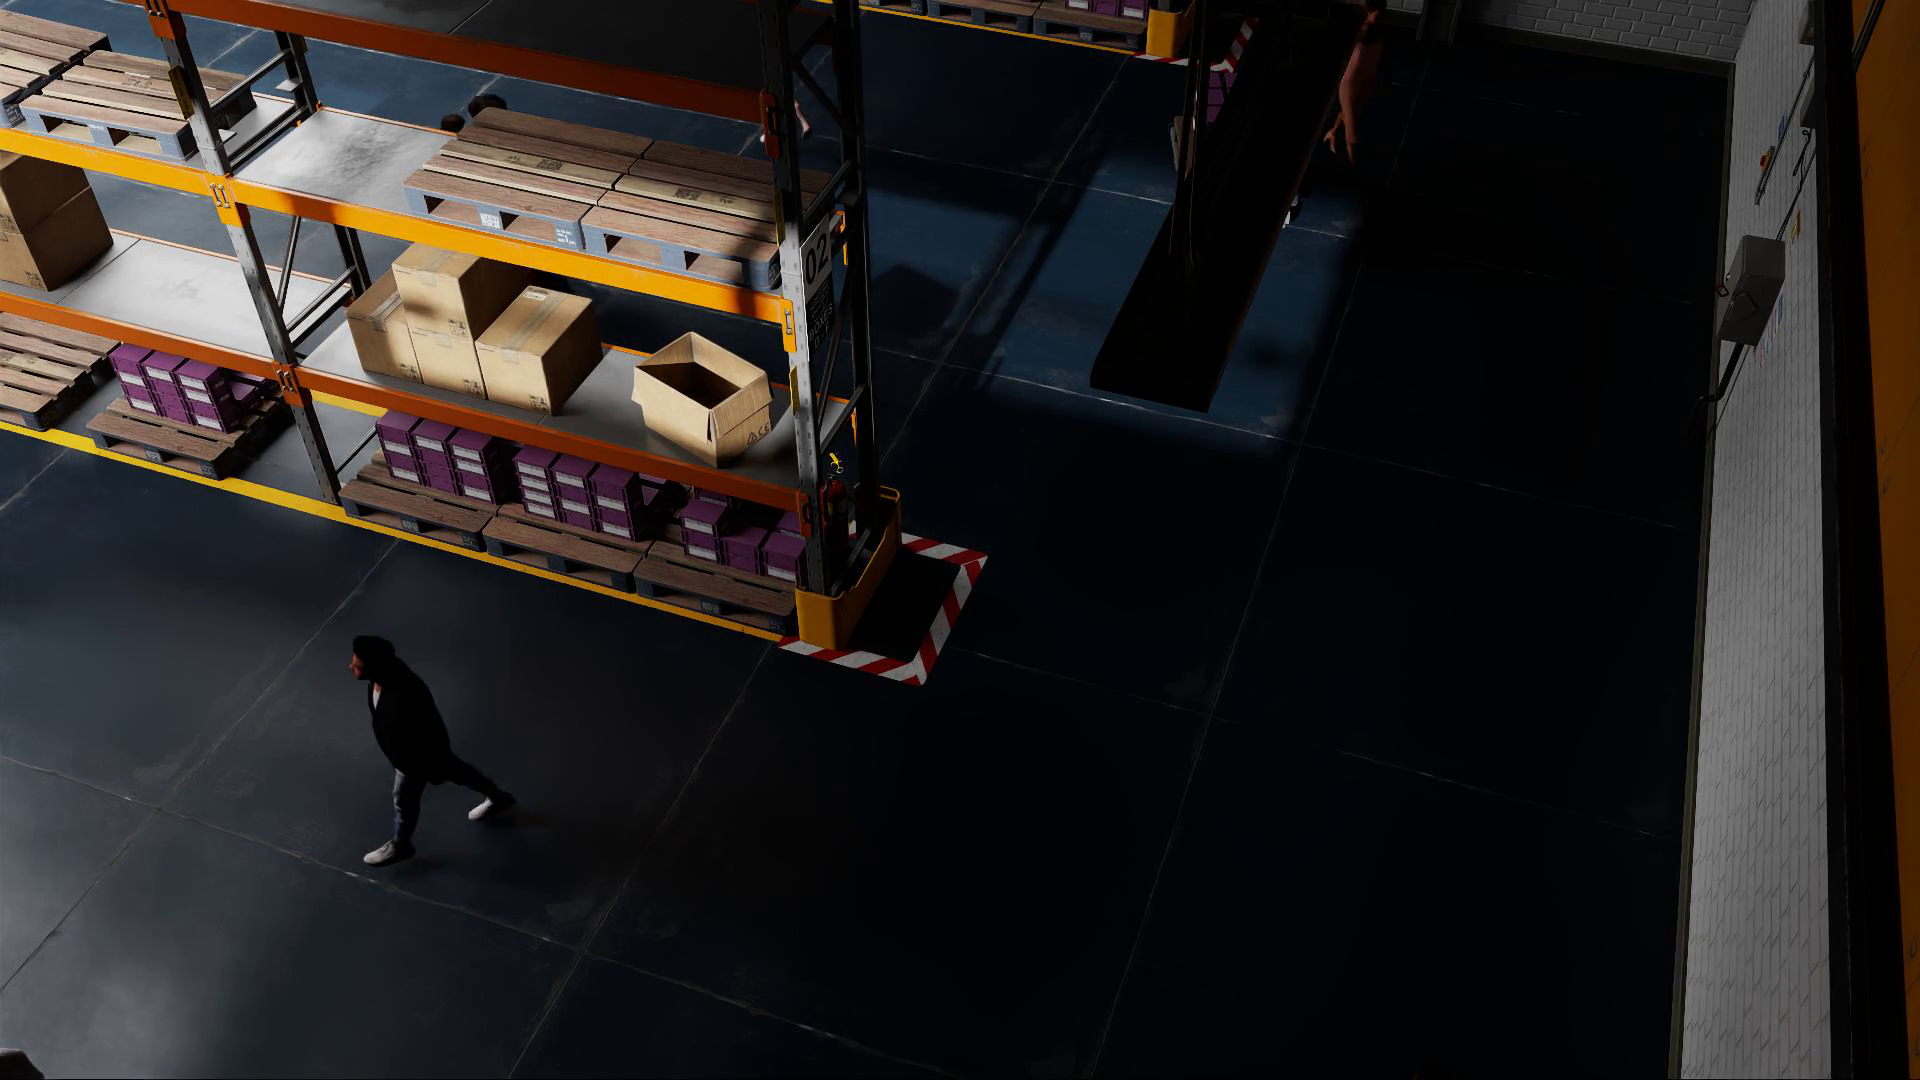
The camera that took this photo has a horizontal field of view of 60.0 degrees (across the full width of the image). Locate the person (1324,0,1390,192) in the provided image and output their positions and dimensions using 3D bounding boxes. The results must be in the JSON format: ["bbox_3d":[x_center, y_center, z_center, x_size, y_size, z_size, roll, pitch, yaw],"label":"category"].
[{"bbox_3d":[3.607,-4.194,15.307,1.205,1.767,1.147,-11,45,-11],"label":"person"}]

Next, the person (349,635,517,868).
[{"bbox_3d":[-3.069,1.168,9.679,1.261,1.766,1.162,-14,45,-15],"label":"person"}]
